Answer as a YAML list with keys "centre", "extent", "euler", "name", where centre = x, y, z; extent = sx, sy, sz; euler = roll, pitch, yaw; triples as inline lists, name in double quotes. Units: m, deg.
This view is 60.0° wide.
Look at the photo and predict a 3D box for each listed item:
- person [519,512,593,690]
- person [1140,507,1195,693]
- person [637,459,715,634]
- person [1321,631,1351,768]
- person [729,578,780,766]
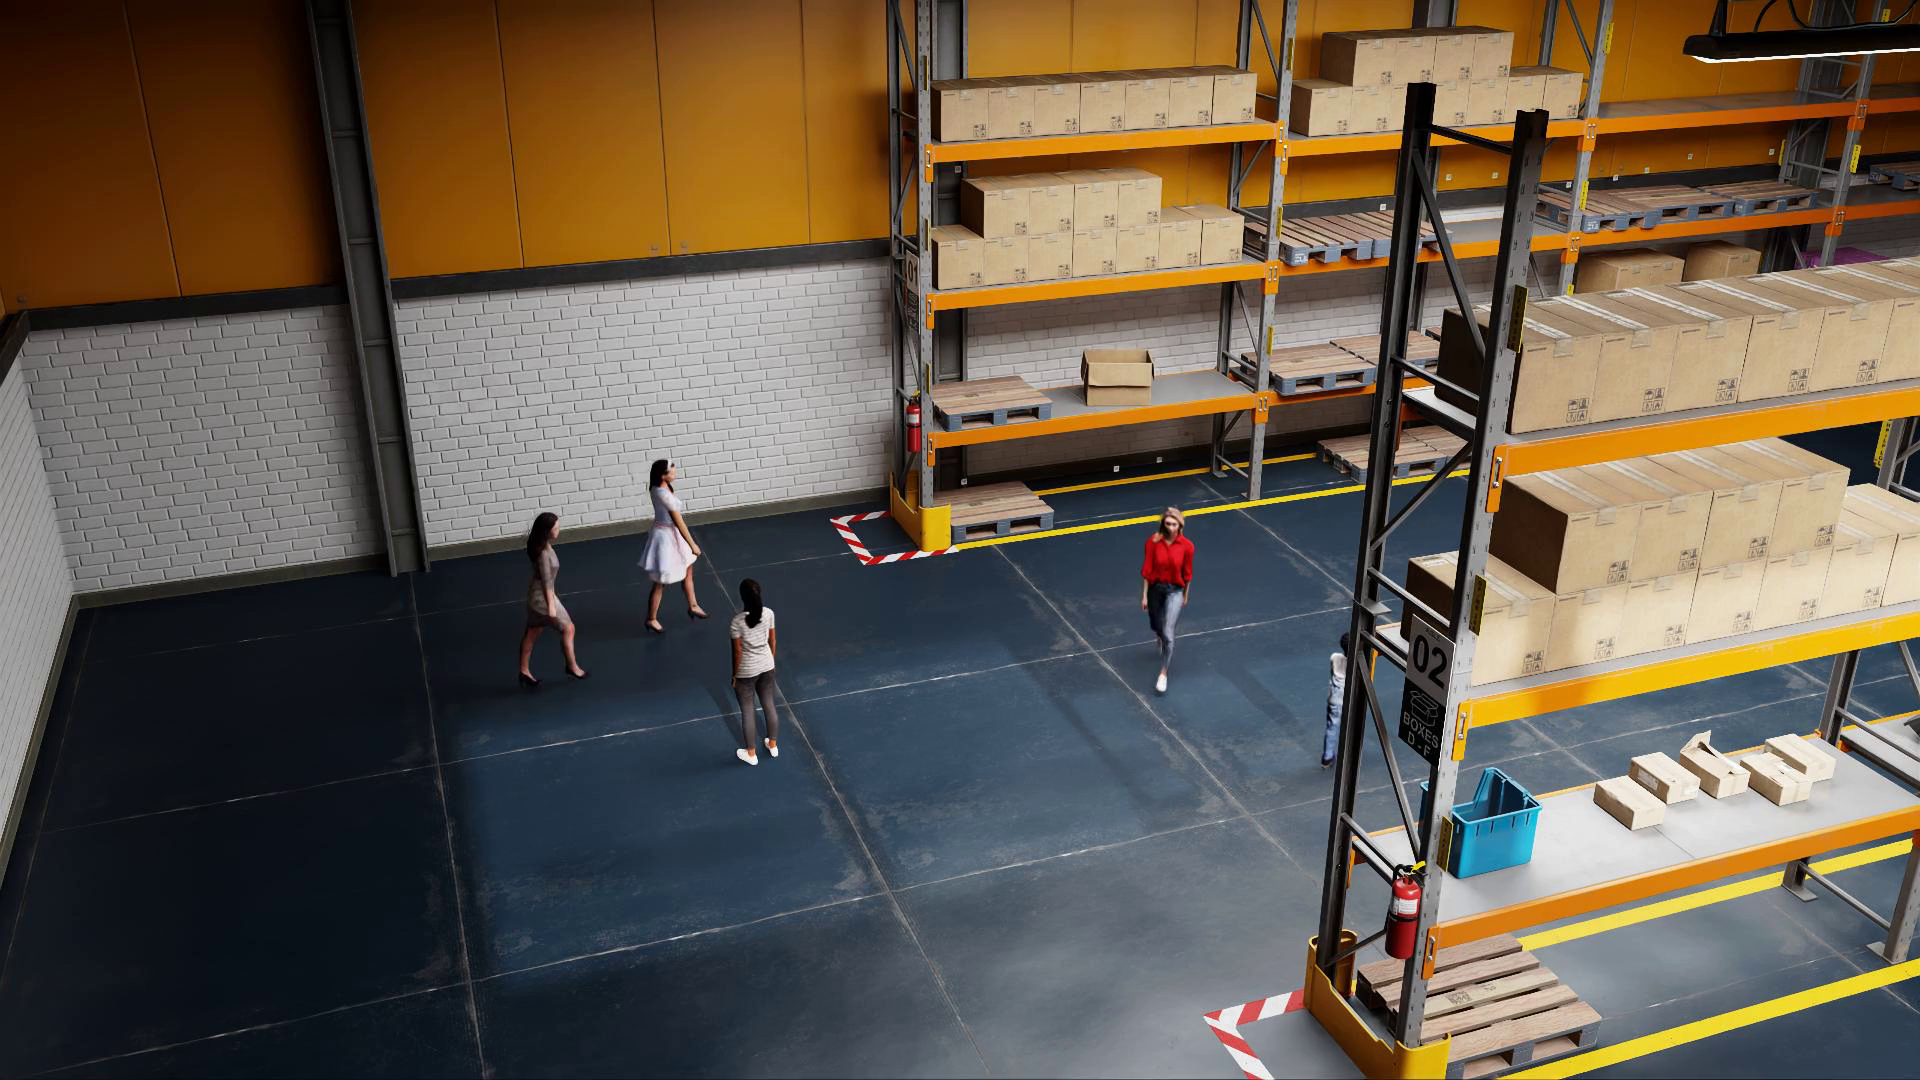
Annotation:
- centre: [-3.734, 0.585, 14.728]
  extent: [0.912, 1.699, 0.739]
  euler: [-15, 28, -31]
  name: "person"
- centre: [1.856, 0.465, 15.033]
  extent: [1.113, 1.677, 1.043]
  euler: [5, 24, 11]
  name: "person"
- centre: [-2.864, 0.110, 15.713]
  extent: [0.930, 1.781, 0.642]
  euler: [-10, 25, -21]
  name: "person"
- centre: [3.139, 1.315, 13.610]
  extent: [0.558, 1.258, 0.608]
  euler: [16, 28, 31]
  name: "person"
- centre: [-1.690, 1.067, 13.691]
  extent: [0.558, 1.647, 0.686]
  euler: [-17, 29, -34]
  name: "person"
